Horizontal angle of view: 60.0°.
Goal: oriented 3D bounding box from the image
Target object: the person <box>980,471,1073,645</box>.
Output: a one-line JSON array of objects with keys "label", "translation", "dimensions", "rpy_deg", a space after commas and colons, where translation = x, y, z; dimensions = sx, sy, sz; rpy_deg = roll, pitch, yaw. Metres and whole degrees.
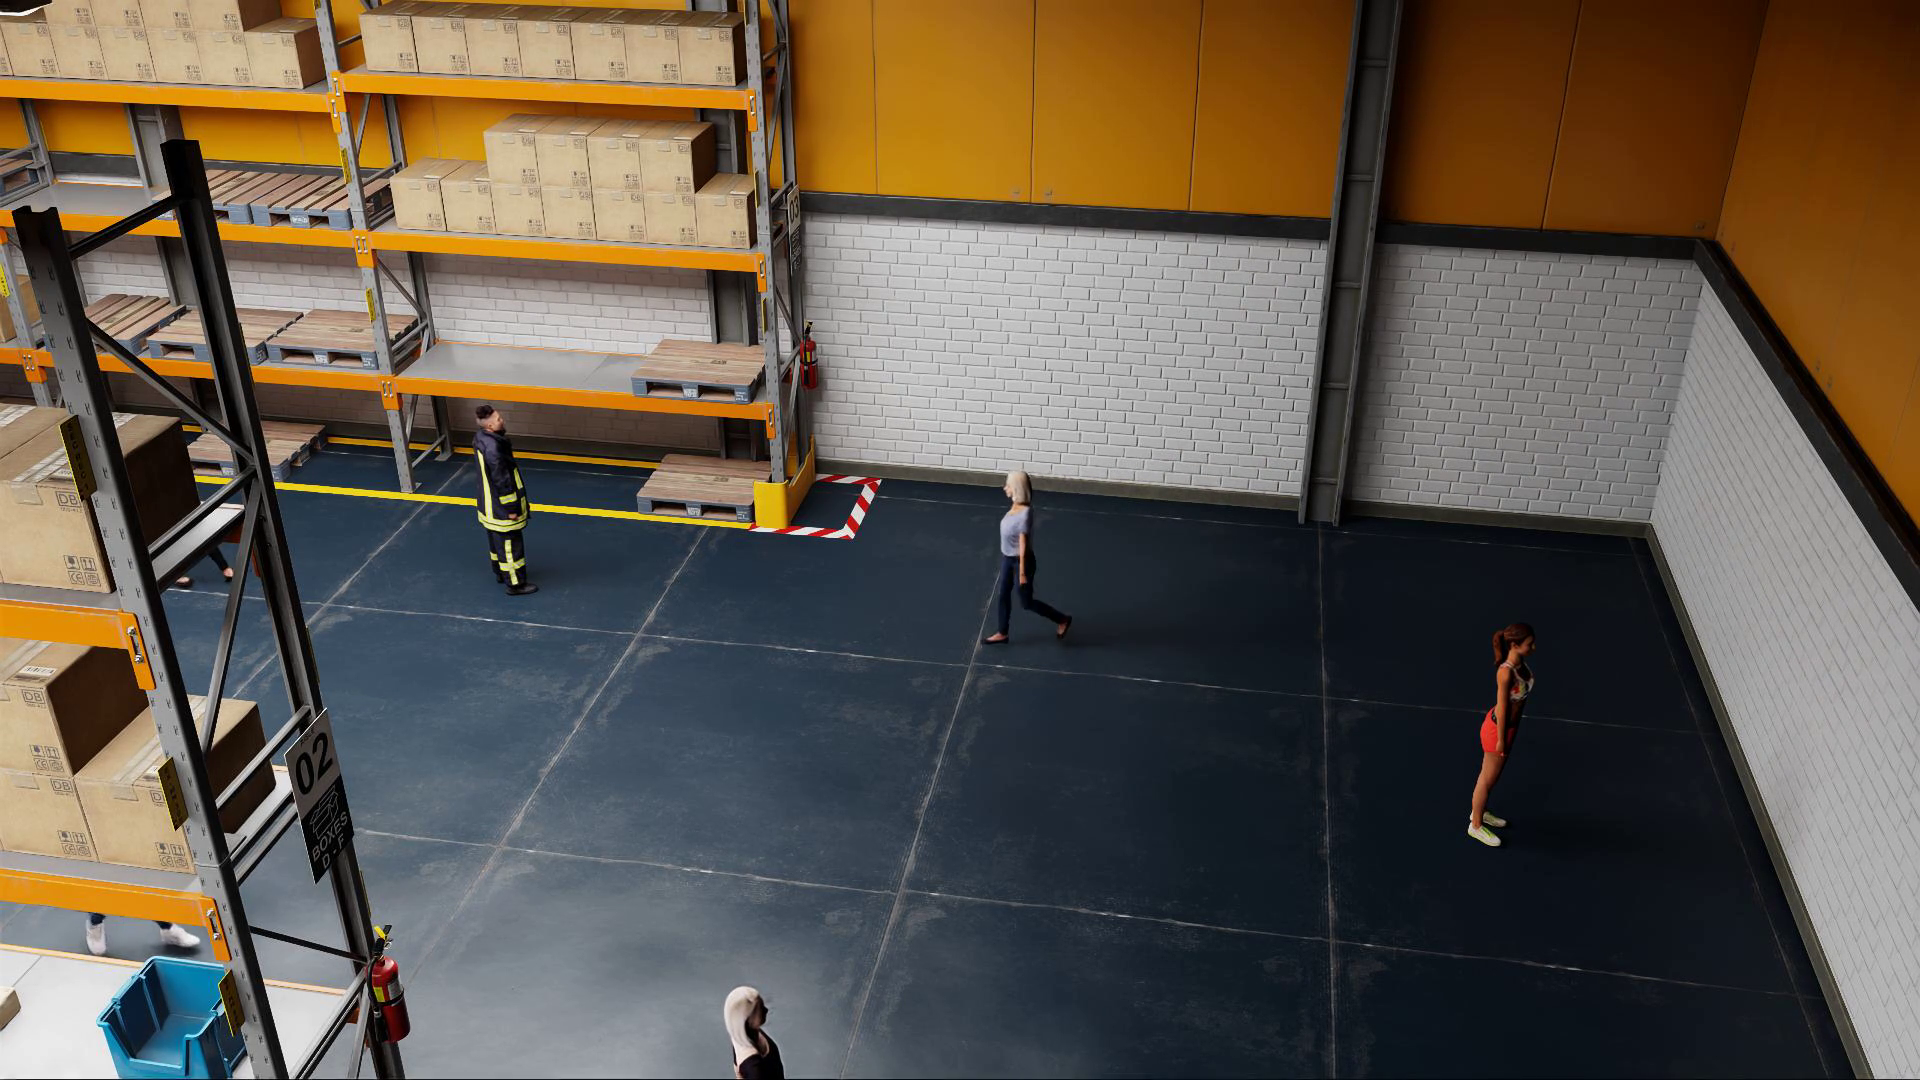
[{"label": "person", "translation": [0.595, 0.184, 14.224], "dimensions": [1.093, 1.697, 0.804], "rpy_deg": [-4, 29, -8]}]

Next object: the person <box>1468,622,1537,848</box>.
[{"label": "person", "translation": [3.890, 1.364, 11.964], "dimensions": [0.654, 1.791, 0.645], "rpy_deg": [14, 32, 25]}]

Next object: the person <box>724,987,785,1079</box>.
[{"label": "person", "translation": [-1.061, 3.073, 8.791], "dimensions": [0.681, 1.830, 0.657], "rpy_deg": [-13, 31, -22]}]

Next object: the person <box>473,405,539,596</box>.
[{"label": "person", "translation": [-4.181, -0.397, 15.120], "dimensions": [0.923, 1.861, 0.879], "rpy_deg": [-16, 32, -26]}]
